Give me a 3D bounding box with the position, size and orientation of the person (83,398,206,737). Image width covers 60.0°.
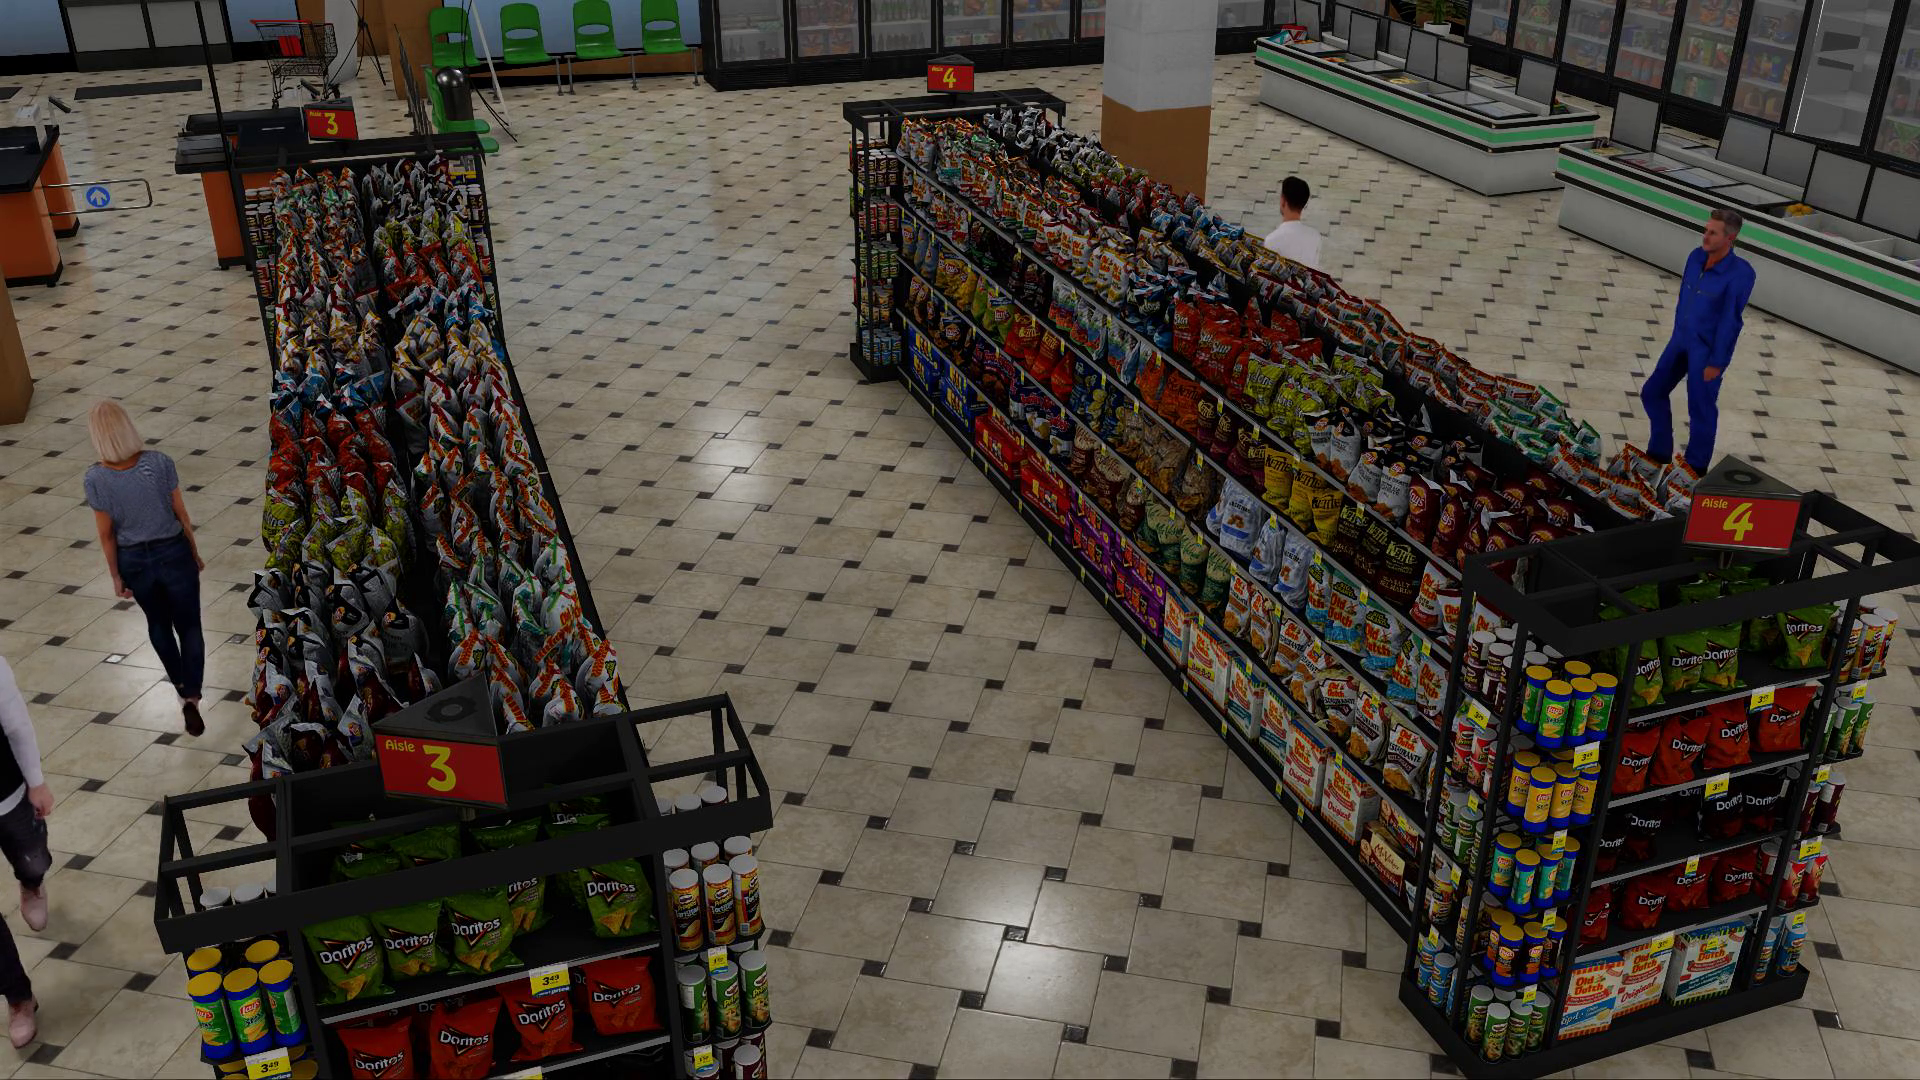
[{"bbox_3d":[-3.894,0.157,8.073,0.573,1.691,1.032,-10,29,-19],"label":"person"}]

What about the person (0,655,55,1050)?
[{"bbox_3d":[-3.742,0.970,6.359,0.816,1.791,1.224,-14,30,-26],"label":"person"}]

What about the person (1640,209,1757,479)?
[{"bbox_3d":[4.841,-1.243,10.700,0.840,1.813,0.651,-8,28,-15],"label":"person"}]

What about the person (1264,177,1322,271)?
[{"bbox_3d":[2.197,-1.451,11.071,0.689,1.848,0.925,-13,30,-24],"label":"person"}]
